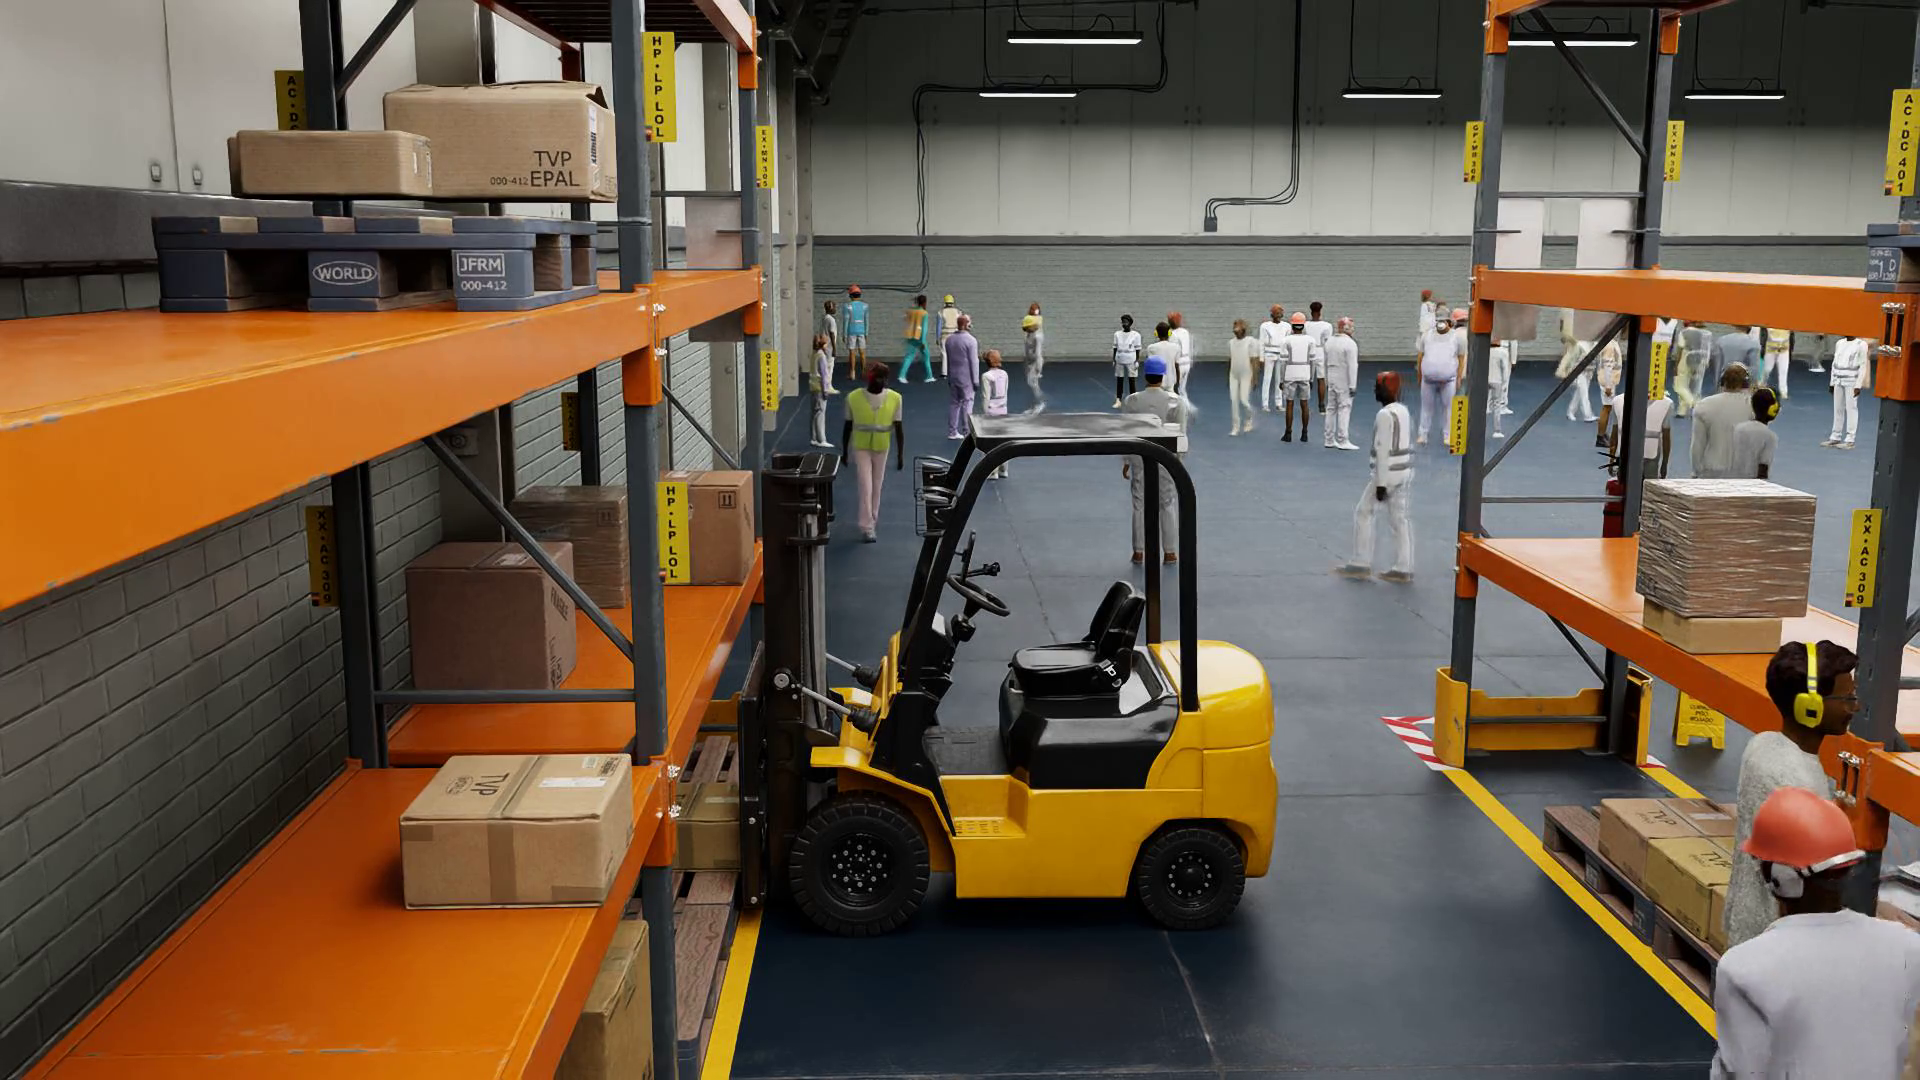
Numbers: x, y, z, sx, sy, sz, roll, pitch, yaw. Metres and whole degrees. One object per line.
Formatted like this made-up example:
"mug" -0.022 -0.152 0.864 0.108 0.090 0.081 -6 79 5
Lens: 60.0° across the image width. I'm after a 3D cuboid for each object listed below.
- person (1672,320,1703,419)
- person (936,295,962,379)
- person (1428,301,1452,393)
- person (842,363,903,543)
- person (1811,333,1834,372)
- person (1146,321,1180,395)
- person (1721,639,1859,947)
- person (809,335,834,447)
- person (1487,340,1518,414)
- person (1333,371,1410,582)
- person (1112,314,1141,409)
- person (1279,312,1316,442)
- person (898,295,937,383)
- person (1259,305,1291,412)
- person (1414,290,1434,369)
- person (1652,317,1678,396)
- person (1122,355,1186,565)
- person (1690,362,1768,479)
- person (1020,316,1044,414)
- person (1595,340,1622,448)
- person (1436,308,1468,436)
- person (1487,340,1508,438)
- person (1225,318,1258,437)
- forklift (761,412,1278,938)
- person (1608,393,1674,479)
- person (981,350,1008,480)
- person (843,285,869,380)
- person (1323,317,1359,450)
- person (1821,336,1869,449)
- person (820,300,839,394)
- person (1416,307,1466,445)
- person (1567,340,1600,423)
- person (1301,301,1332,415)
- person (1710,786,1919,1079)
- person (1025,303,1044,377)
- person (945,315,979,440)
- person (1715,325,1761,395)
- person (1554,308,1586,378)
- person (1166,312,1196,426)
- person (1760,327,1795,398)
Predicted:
"person" 12.303 -2.931 28.035 0.596 1.815 0.540 -7 12 -34
"person" -0.246 -4.442 36.386 0.600 1.831 0.404 -4 11 -20
"person" 9.487 -3.801 32.842 0.505 1.819 0.718 -1 10 -6
"person" -0.865 -0.863 16.545 0.587 1.796 0.869 -3 11 -15
"person" 19.818 -4.803 38.169 0.459 1.907 0.608 8 13 38
"person" 2.877 -2.167 23.625 0.528 1.864 0.315 -2 10 -12
"person" 2.398 1.201 4.844 0.327 1.874 0.517 2 10 13
"person" -2.050 -2.174 24.286 0.315 1.640 0.514 -4 11 -23
"person" 9.429 -3.149 28.985 0.395 1.910 0.586 -7 12 -35
"person" 3.660 -0.560 14.685 0.788 1.854 0.600 8 13 36
"person" 2.969 -3.180 29.730 0.533 1.697 0.319 5 11 27
"person" 5.038 -2.431 24.892 0.544 1.939 0.354 -1 10 -3
"person" -0.914 -4.252 35.302 0.599 1.864 0.980 10 14 43
"person" 5.541 -3.187 29.251 0.584 1.882 0.347 -2 10 -12
"person" 10.867 -4.895 38.797 0.450 1.873 0.608 7 13 36
"person" 13.711 -3.783 32.597 0.607 1.886 0.949 0 10 -1
"person" 1.793 -0.733 15.396 0.604 1.949 0.389 2 10 10
"person" 6.763 -0.595 14.660 0.627 1.940 0.371 6 12 30
"person" 1.251 -3.020 28.813 0.471 1.707 0.560 -4 11 -22
"person" 9.493 -2.302 24.213 0.393 1.927 0.550 5 11 25
"person" 7.581 -2.547 25.417 0.637 1.976 0.535 -2 10 -10
"person" 8.123 -2.377 25.431 0.497 1.634 0.278 7 12 33
"person" 4.304 -2.486 25.507 0.551 1.823 0.408 8 13 37
"forklift" 0.291 0.548 7.580 2.313 2.155 1.214 0 10 -2
"person" 6.506 -0.769 15.929 0.561 1.836 0.393 8 13 37
"person" 0.428 -1.571 20.939 0.312 1.636 0.518 7 13 36
"person" -2.276 -4.497 36.103 0.608 2.044 0.370 -6 12 -29
"person" 5.527 -2.258 24.026 0.399 1.905 0.643 -5 11 -25
"person" 12.841 -2.261 24.101 0.355 1.882 0.575 -3 11 -16
"person" -2.583 -3.792 32.771 0.341 1.838 0.501 -6 12 -30
"person" 7.054 -2.407 24.471 0.672 2.000 0.536 4 11 23
"person" 10.339 -2.733 27.539 0.551 1.590 0.886 -4 11 -23
"person" 6.153 -3.155 28.877 0.609 1.958 0.378 5 11 25
"person" 2.052 1.443 3.973 0.562 1.707 0.903 -1 10 -8
"person" 1.645 -4.405 36.751 0.500 1.631 0.296 -9 14 -41
"person" 0.064 -2.436 25.045 0.397 1.898 0.643 -9 13 -40
"person" 11.375 -2.318 24.299 0.441 1.920 0.652 -7 12 -33
"person" 13.417 -4.528 36.284 0.649 2.000 0.738 -3 11 -17
"person" 3.544 -2.740 26.805 0.524 1.869 0.638 7 12 35
"person" 15.739 -3.655 32.057 0.641 1.814 0.794 1 10 8
